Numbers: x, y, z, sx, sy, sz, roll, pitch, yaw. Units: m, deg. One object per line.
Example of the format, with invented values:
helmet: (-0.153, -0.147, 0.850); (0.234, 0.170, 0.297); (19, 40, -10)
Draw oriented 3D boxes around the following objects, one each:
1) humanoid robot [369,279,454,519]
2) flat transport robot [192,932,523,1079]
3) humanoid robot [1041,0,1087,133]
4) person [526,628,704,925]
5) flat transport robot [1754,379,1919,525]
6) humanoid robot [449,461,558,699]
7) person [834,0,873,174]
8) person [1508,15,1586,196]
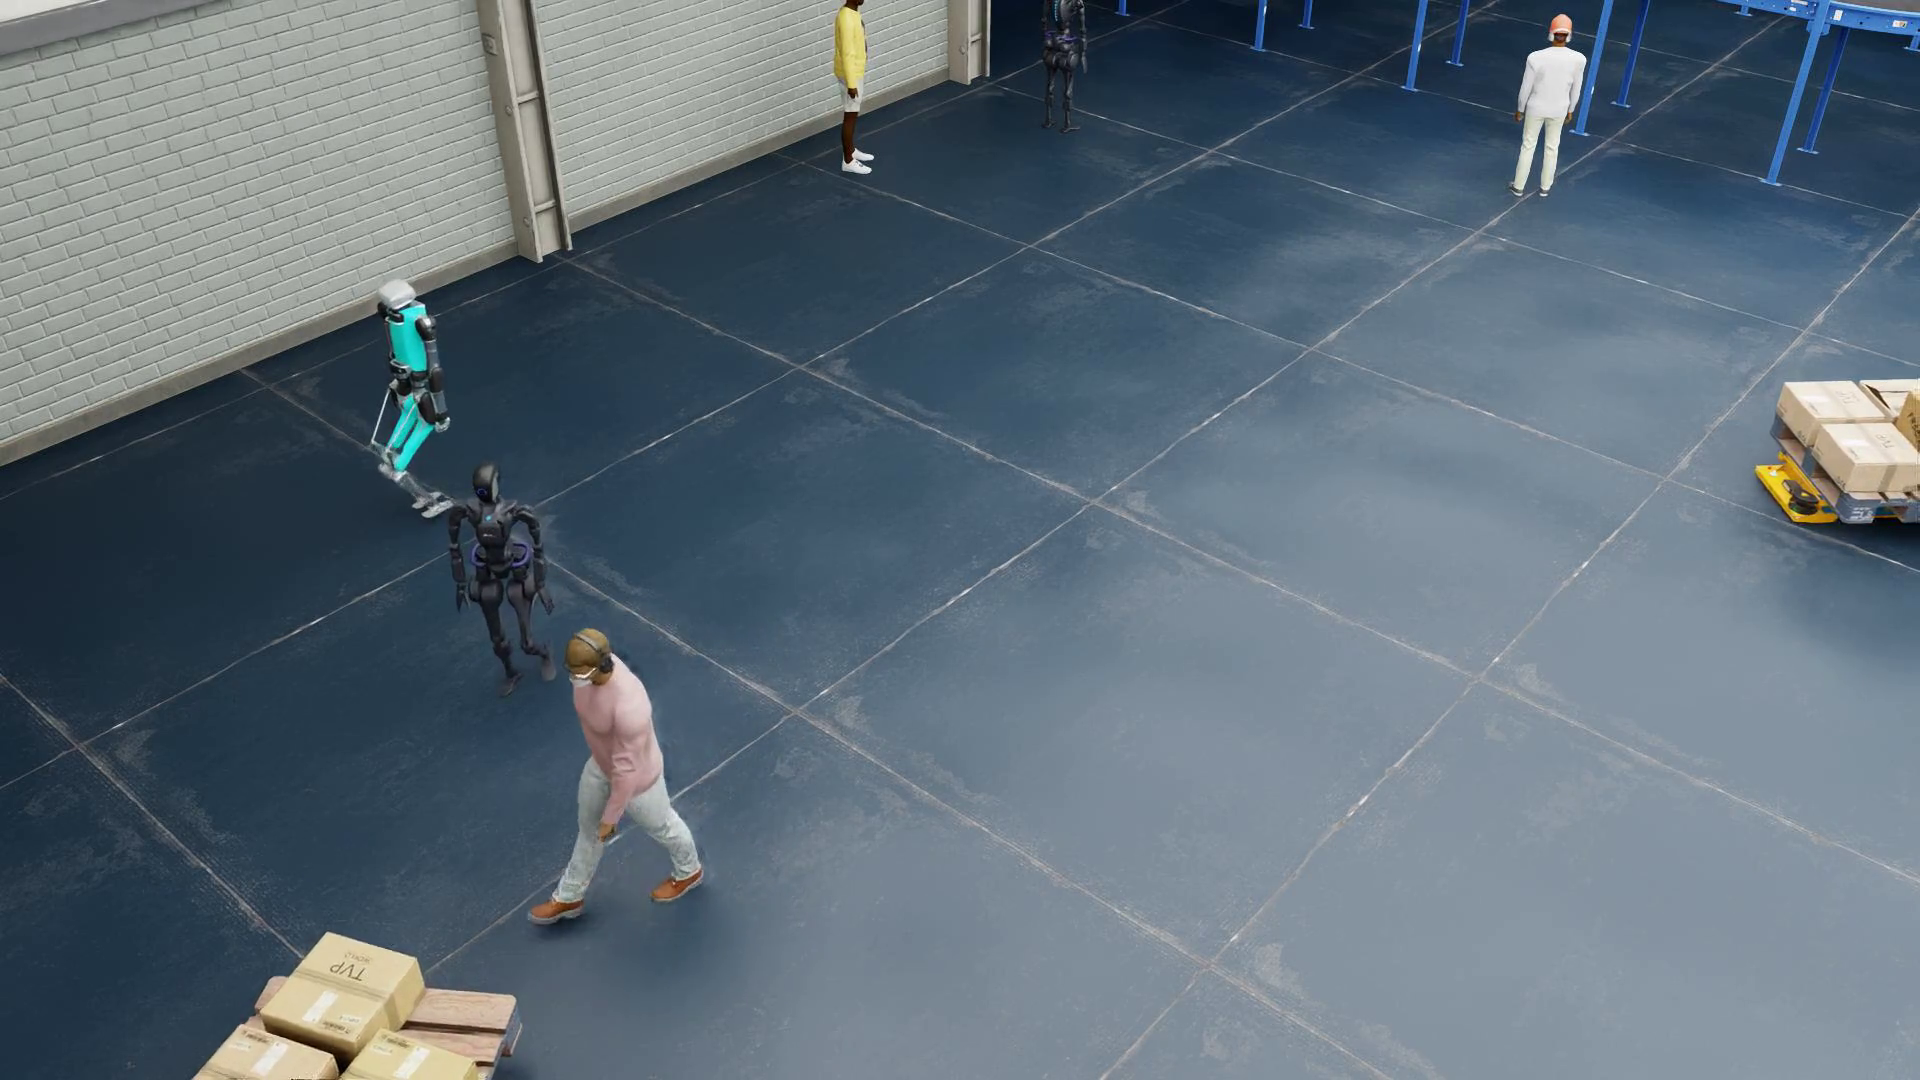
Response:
humanoid robot: (-3.821, -0.876, 11.295); (0.545, 1.742, 0.682); (25, 43, 31)
flat transport robot: (-2.725, 2.671, 7.638); (0.659, 0.231, 1.431); (3, 36, 5)
humanoid robot: (1.061, -5.112, 17.339); (0.599, 1.657, 0.315); (27, 43, 32)
person: (-1.770, 1.211, 8.298); (0.961, 1.885, 0.630); (-26, 43, -32)
flat transport robot: (6.555, -0.387, 11.932); (1.431, 0.231, 0.659); (-1, 35, -2)
humanoid robot: (-2.718, 0.217, 9.869); (0.587, 1.645, 0.409); (-2, 36, -3)
person: (-1.064, -4.594, 16.435); (0.357, 1.896, 0.556); (2, 35, 2)
person: (5.621, -4.153, 15.945); (0.558, 1.743, 0.332); (4, 36, 5)
